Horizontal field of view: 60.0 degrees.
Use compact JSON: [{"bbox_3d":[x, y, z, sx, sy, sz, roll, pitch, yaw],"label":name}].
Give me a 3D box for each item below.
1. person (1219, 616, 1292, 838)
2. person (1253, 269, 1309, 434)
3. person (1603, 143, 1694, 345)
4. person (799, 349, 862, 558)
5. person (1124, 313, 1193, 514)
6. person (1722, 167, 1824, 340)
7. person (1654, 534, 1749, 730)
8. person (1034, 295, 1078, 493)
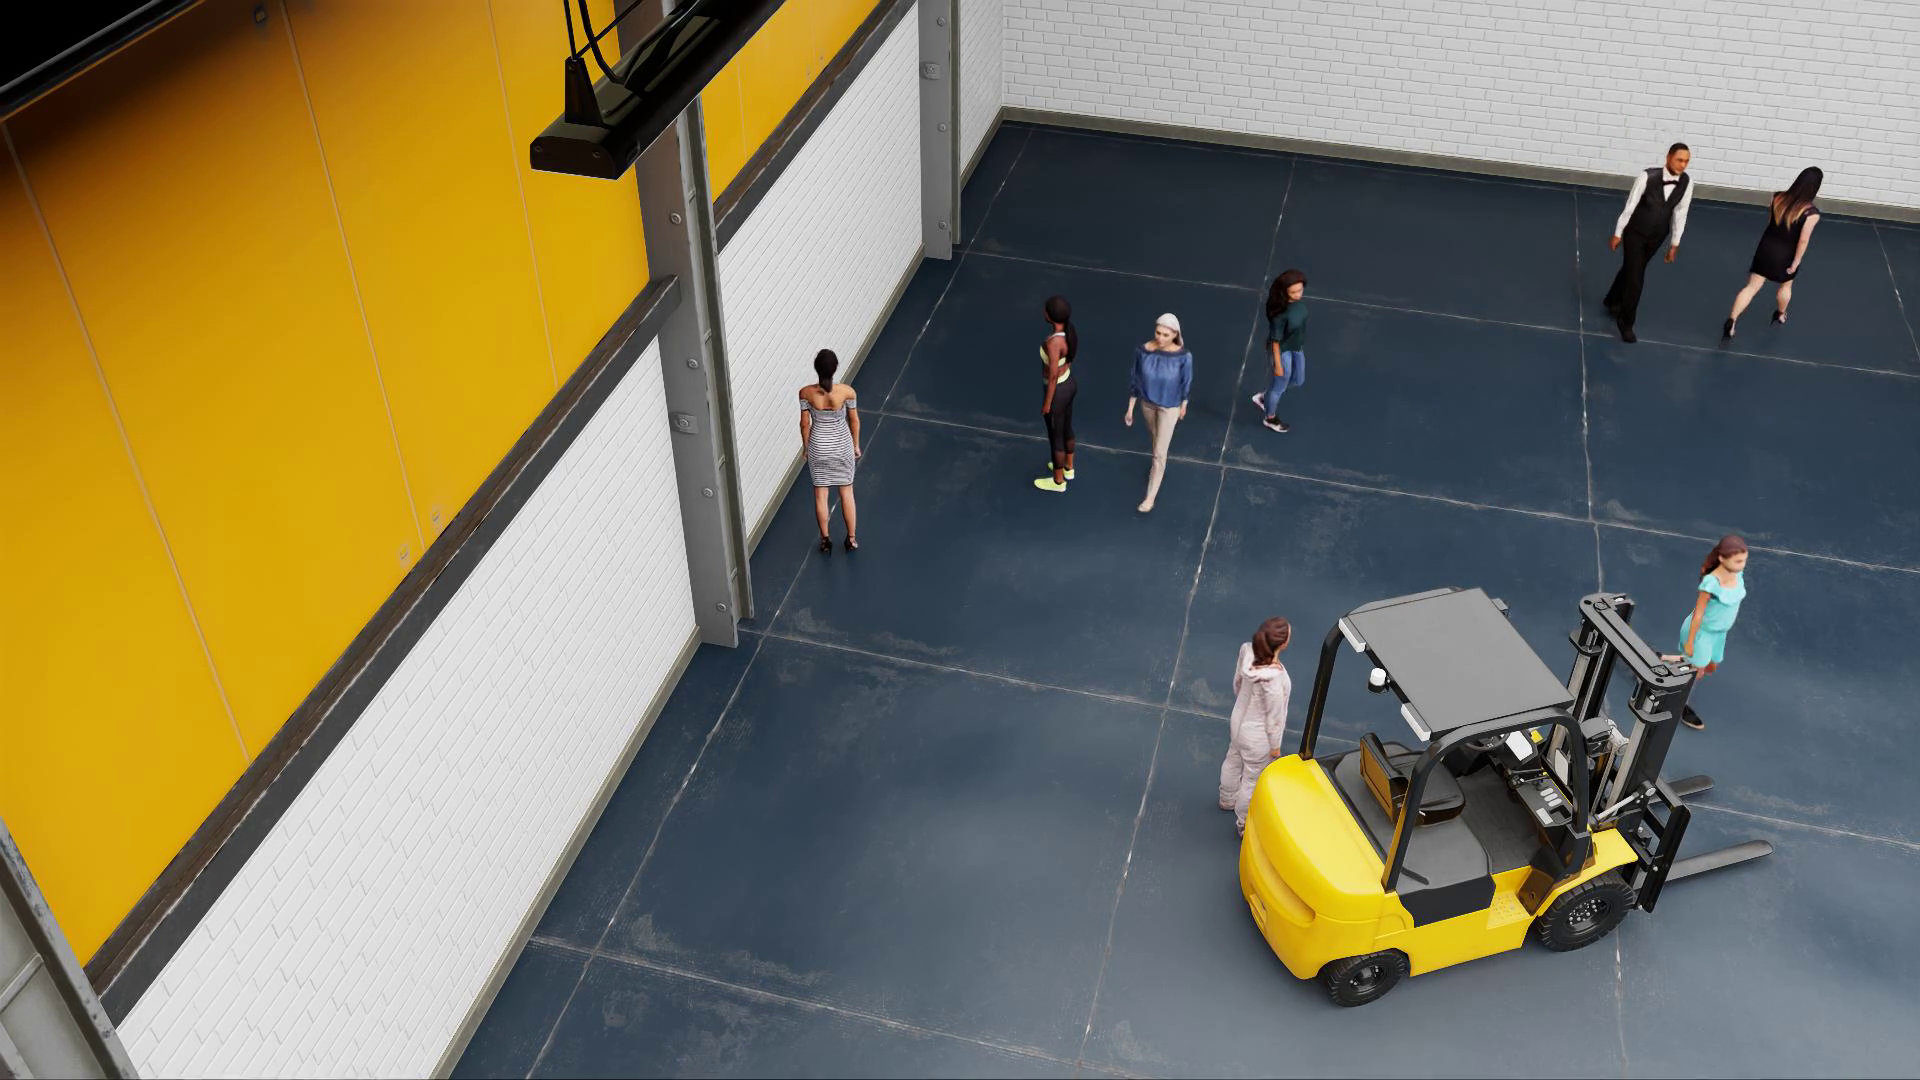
[{"bbox_3d":[1.845,1.156,10.417,0.792,1.692,0.698,-13,40,-16],"label":"person"},{"bbox_3d":[2.636,-1.601,13.948,0.754,1.595,0.685,20,43,23],"label":"person"},{"bbox_3d":[6.245,-2.822,15.256,0.933,1.869,1.224,-1,39,-2],"label":"person"},{"bbox_3d":[-0.976,-0.648,12.572,0.658,1.822,0.622,-2,39,-3],"label":"person"},{"bbox_3d":[1.620,-1.108,13.288,0.759,1.649,1.153,17,42,20],"label":"person"},{"bbox_3d":[7.346,-2.543,15.065,1.168,1.672,1.068,-23,44,-26],"label":"person"},{"bbox_3d":[4.999,0.573,11.264,0.823,1.547,0.881,-20,43,-23],"label":"person"},{"bbox_3d":[0.797,-1.169,13.280,0.668,1.754,0.510,18,42,21],"label":"person"}]
